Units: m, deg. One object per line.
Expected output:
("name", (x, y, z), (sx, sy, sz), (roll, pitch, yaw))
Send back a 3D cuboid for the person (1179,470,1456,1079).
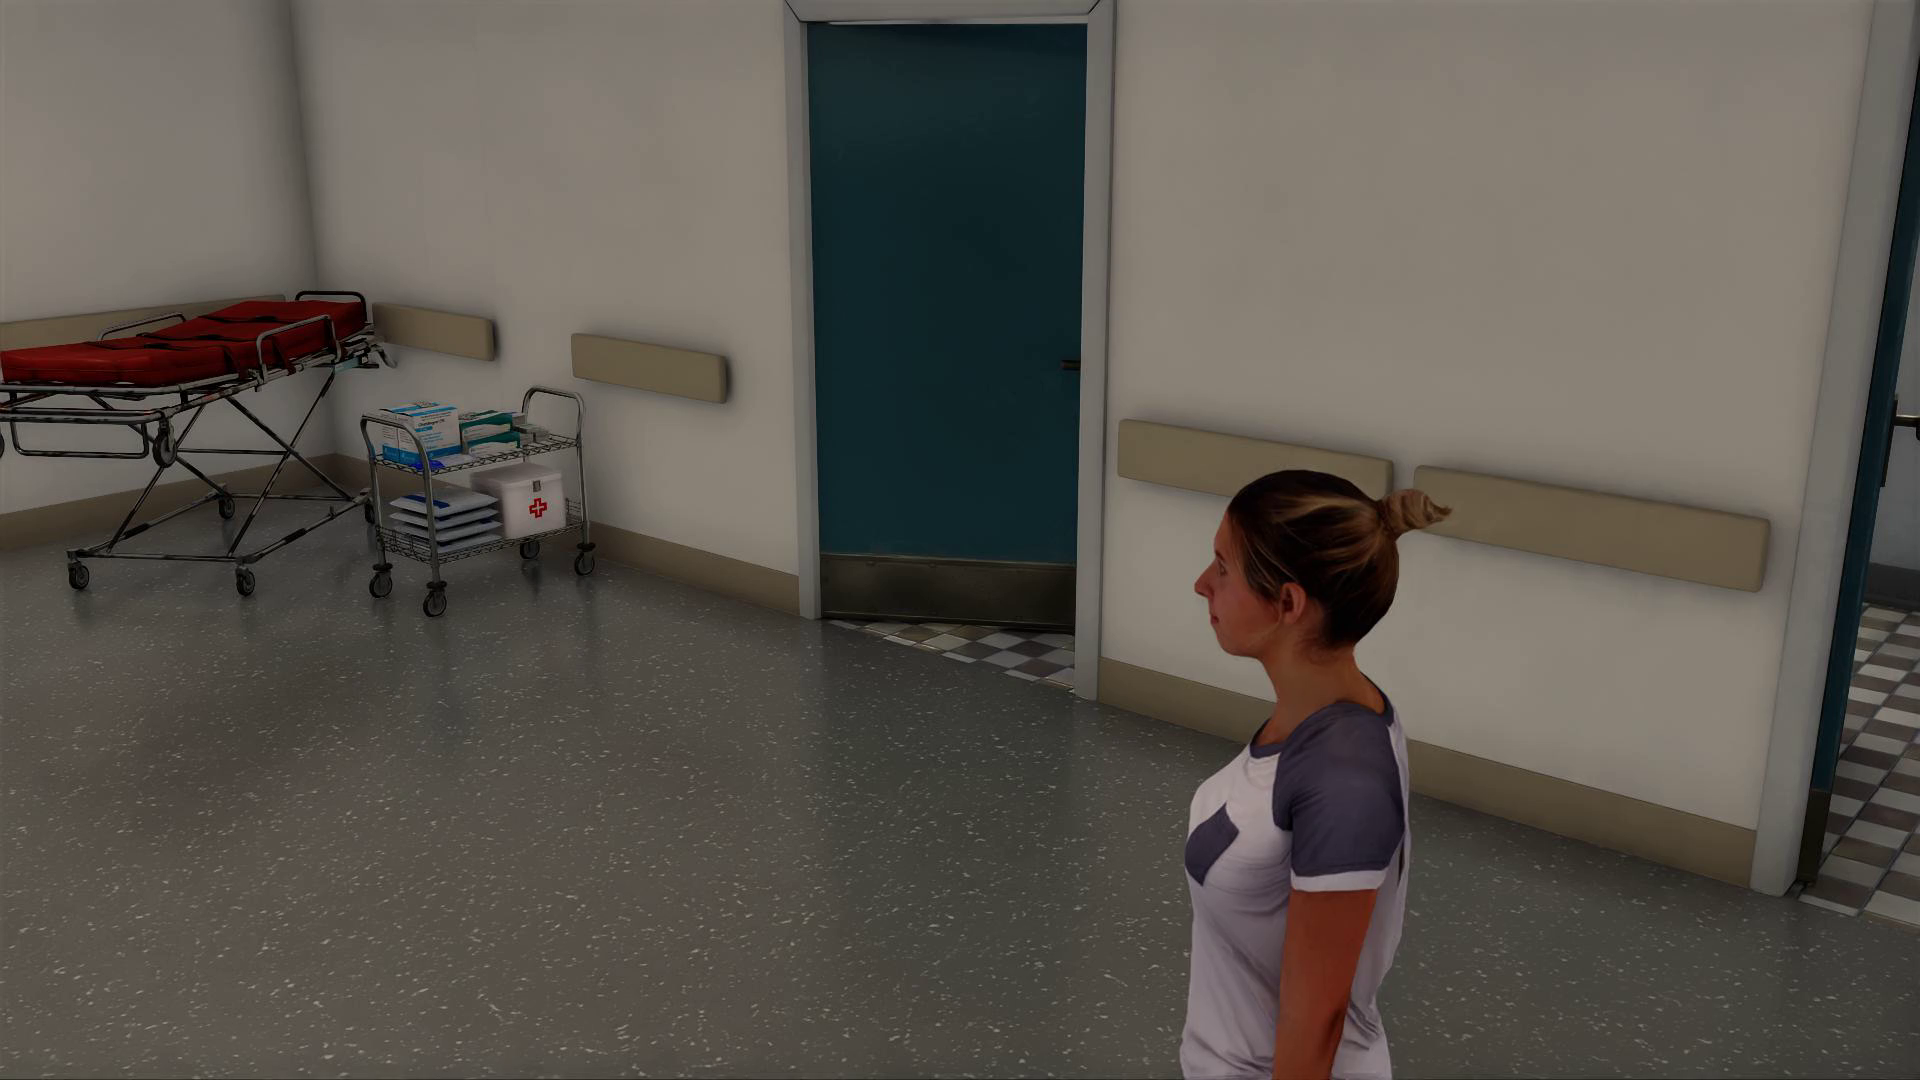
("person", (0.414, 0.709, 2.056), (0.647, 1.621, 0.635), (3, 16, 12))
